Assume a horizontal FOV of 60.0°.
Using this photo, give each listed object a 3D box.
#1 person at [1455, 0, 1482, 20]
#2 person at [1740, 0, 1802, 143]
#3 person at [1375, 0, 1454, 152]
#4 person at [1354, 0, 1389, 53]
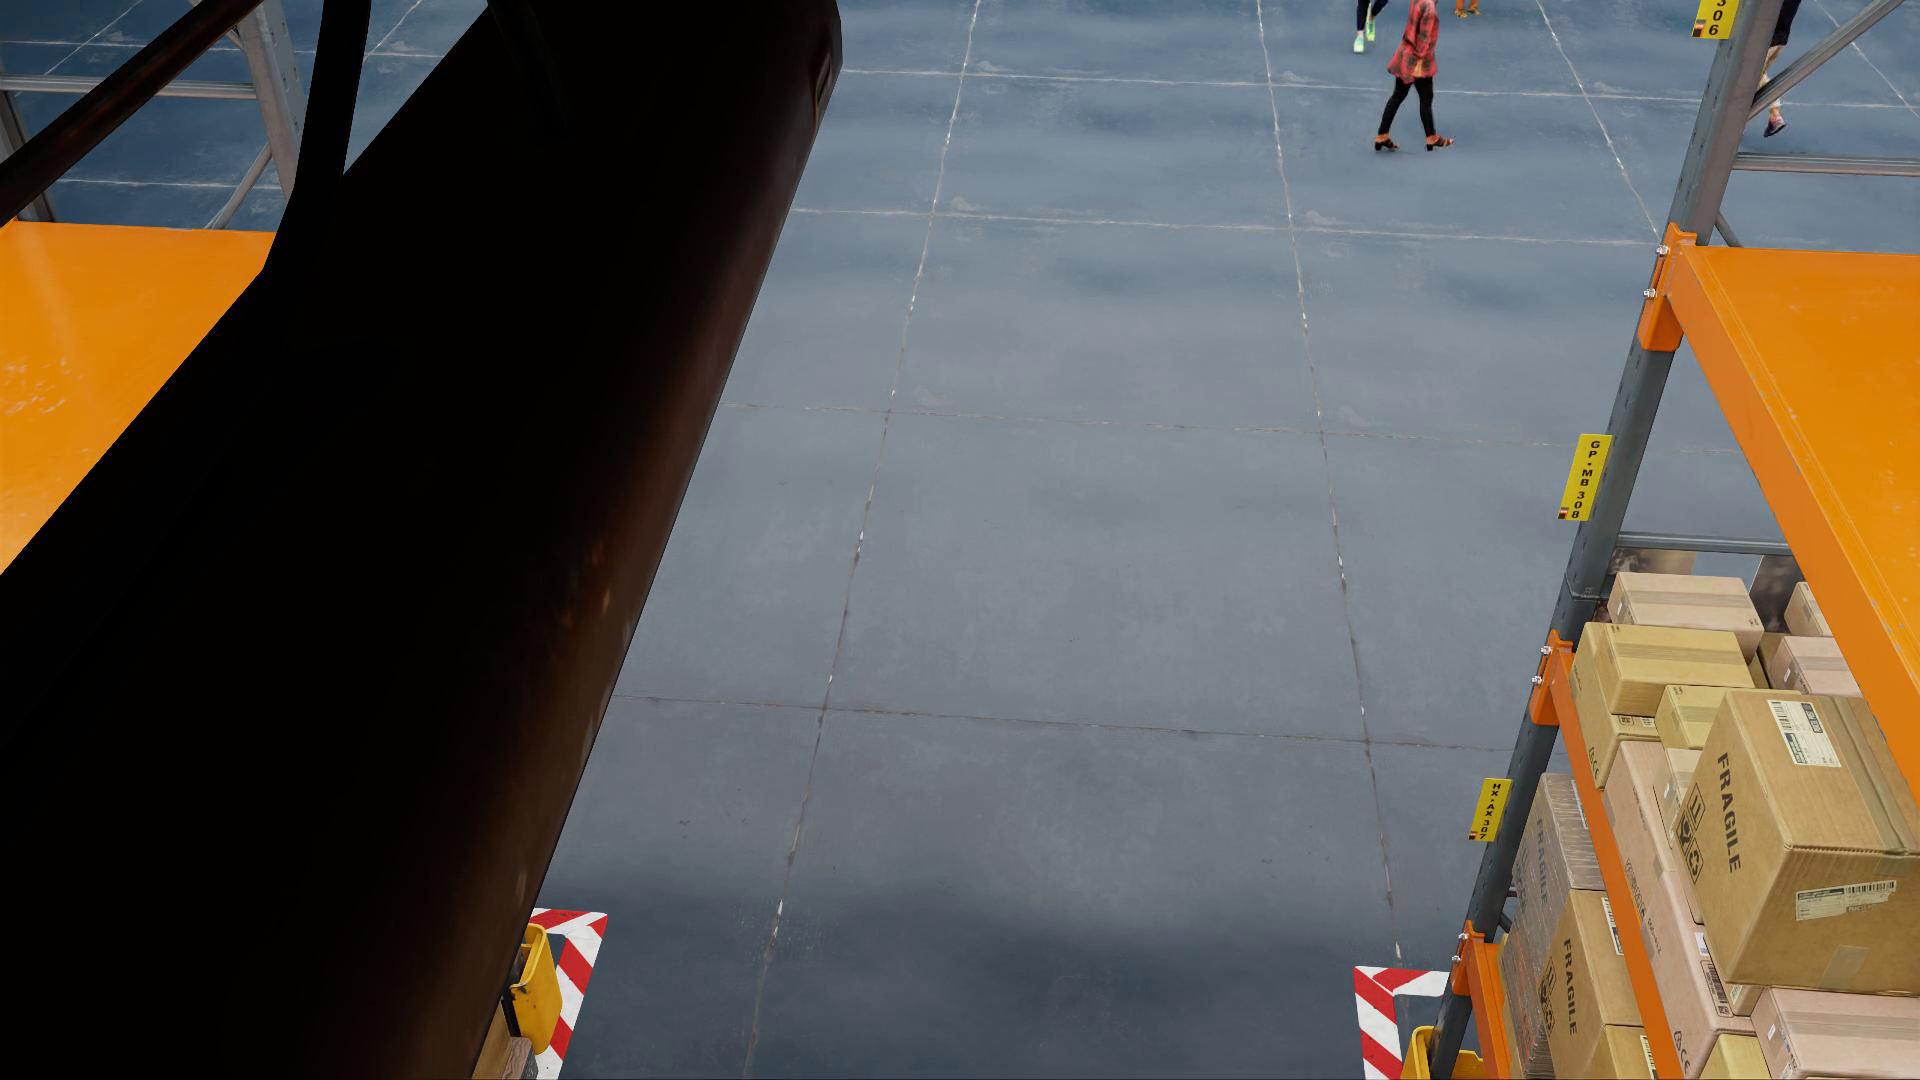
[{"bbox_3d":[5.395,-6.161,17.193,0.632,1.452,0.662,-20,42,-23],"label":"person"},{"bbox_3d":[7.134,-4.323,14.521,0.902,1.850,0.980,-22,43,-25],"label":"person"},{"bbox_3d":[3.885,-4.160,14.459,0.799,1.671,0.905,-3,38,-4],"label":"person"},{"bbox_3d":[4.110,-5.691,16.399,0.636,1.692,0.687,6,38,8],"label":"person"}]
